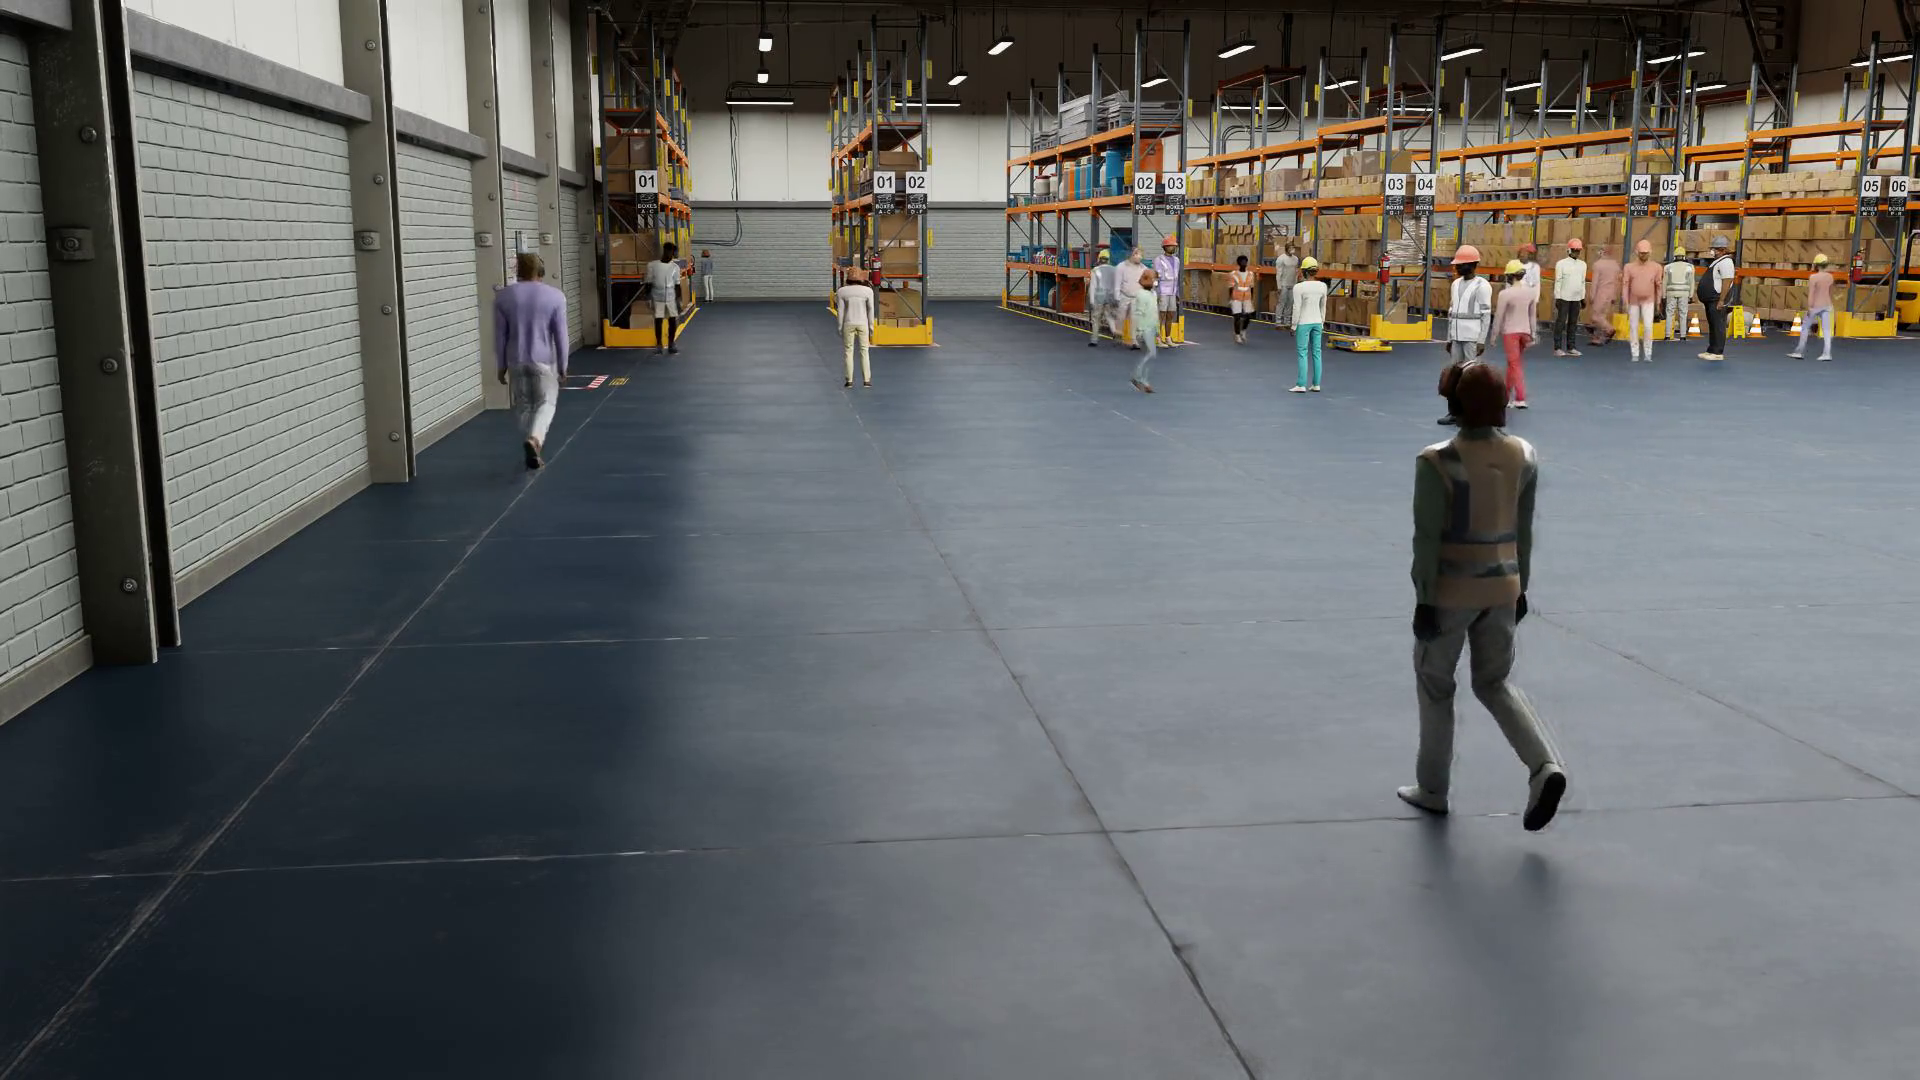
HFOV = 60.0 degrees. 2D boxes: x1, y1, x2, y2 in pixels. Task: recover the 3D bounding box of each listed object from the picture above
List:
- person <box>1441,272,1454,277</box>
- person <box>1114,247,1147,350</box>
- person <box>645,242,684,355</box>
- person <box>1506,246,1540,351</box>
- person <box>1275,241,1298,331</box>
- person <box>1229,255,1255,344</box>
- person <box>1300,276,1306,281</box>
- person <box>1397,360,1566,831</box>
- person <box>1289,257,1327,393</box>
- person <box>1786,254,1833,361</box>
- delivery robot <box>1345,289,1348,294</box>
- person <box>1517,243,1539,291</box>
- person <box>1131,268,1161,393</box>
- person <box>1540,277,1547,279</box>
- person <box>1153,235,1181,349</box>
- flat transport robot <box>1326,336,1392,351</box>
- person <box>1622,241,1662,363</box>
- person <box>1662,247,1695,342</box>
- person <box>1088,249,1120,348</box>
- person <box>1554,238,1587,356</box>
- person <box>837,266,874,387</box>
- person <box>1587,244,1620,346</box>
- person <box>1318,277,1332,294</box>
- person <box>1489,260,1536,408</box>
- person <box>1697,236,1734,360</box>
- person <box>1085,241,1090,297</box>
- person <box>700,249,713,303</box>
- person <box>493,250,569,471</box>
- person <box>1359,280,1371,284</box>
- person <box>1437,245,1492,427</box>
[{"bbox_3d":[14.653,-7.962,49.662,0.599,1.897,0.727,10,14,42],"label":"person"},{"bbox_3d":[3.076,-4.381,30.153,0.662,1.845,1.015,-2,11,-10],"label":"person"},{"bbox_3d":[-5.101,-4.139,28.617,0.648,1.939,0.399,-5,12,-27],"label":"person"},{"bbox_3d":[9.849,-4.215,29.172,0.438,1.866,0.620,-9,14,-40],"label":"person"},{"bbox_3d":[7.075,-5.487,35.997,0.624,1.931,0.371,-8,13,-37],"label":"person"},{"bbox_3d":[5.356,-4.573,31.634,0.543,1.679,0.372,-2,10,-9],"label":"person"},{"bbox_3d":[10.291,-7.707,49.110,0.515,1.598,0.875,-1,10,-6],"label":"person"},{"bbox_3d":[1.781,0.204,5.654,0.513,1.619,0.633,-4,11,-22],"label":"person"},{"bbox_3d":[4.541,-2.804,21.720,0.525,1.769,0.311,-5,11,-26],"label":"person"},{"bbox_3d":[14.095,-3.829,27.428,0.546,1.729,0.822,-3,11,-17],"label":"person"},{"bbox_3d":[11.712,-7.378,49.858,0.707,0.478,0.477,7,12,35],"label":"delivery robot"},{"bbox_3d":[12.087,-5.404,35.625,0.548,1.905,0.927,-1,10,-7],"label":"person"},{"bbox_3d":[2.460,-2.707,21.597,0.343,1.620,0.500,5,11,26],"label":"person"},{"bbox_3d":[15.868,-7.239,45.651,0.652,1.904,0.402,-3,11,-18],"label":"person"},{"bbox_3d":[3.793,-4.511,30.304,0.608,2.048,0.370,-9,14,-40],"label":"person"},{"bbox_3d":[7.135,-3.530,29.794,0.652,0.197,1.431,-2,11,-10],"label":"flat transport robot"},{"bbox_3d":[10.946,-3.810,26.713,0.609,1.950,0.924,4,11,21],"label":"person"},{"bbox_3d":[13.929,-4.765,32.280,0.587,1.836,0.404,4,11,21],"label":"person"},{"bbox_3d":[2.650,-4.384,30.289,0.608,1.800,0.712,-5,11,-25],"label":"person"},{"bbox_3d":[10.417,-4.136,28.388,0.612,1.997,0.376,-4,11,-19],"label":"person"},{"bbox_3d":[-1.412,-2.874,22.465,0.501,1.632,0.280,-1,10,-3],"label":"person"},{"bbox_3d":[11.924,-4.525,30.796,0.664,1.892,0.593,-6,12,-30],"label":"person"},{"bbox_3d":[10.778,-7.862,49.122,0.555,1.886,0.628,-4,11,-23],"label":"person"},{"bbox_3d":[6.562,-2.457,19.869,0.543,1.733,0.795,-4,11,-22],"label":"person"},{"bbox_3d":[12.481,-4.001,27.526,0.537,2.000,0.689,2,11,12],"label":"person"},{"bbox_3d":[3.889,-8.018,49.971,0.953,1.890,0.552,-1,10,-4],"label":"person"},{"bbox_3d":[-7.822,-8.147,51.370,0.279,1.634,0.497,6,12,30],"label":"person"},{"bbox_3d":[-3.675,-1.505,14.206,0.642,1.921,0.668,0,10,2],"label":"person"},{"bbox_3d":[12.122,-7.831,49.702,0.799,1.596,0.535,6,12,30],"label":"person"},{"bbox_3d":[5.400,-2.169,17.777,0.375,1.934,0.547,-5,11,-25],"label":"person"}]
